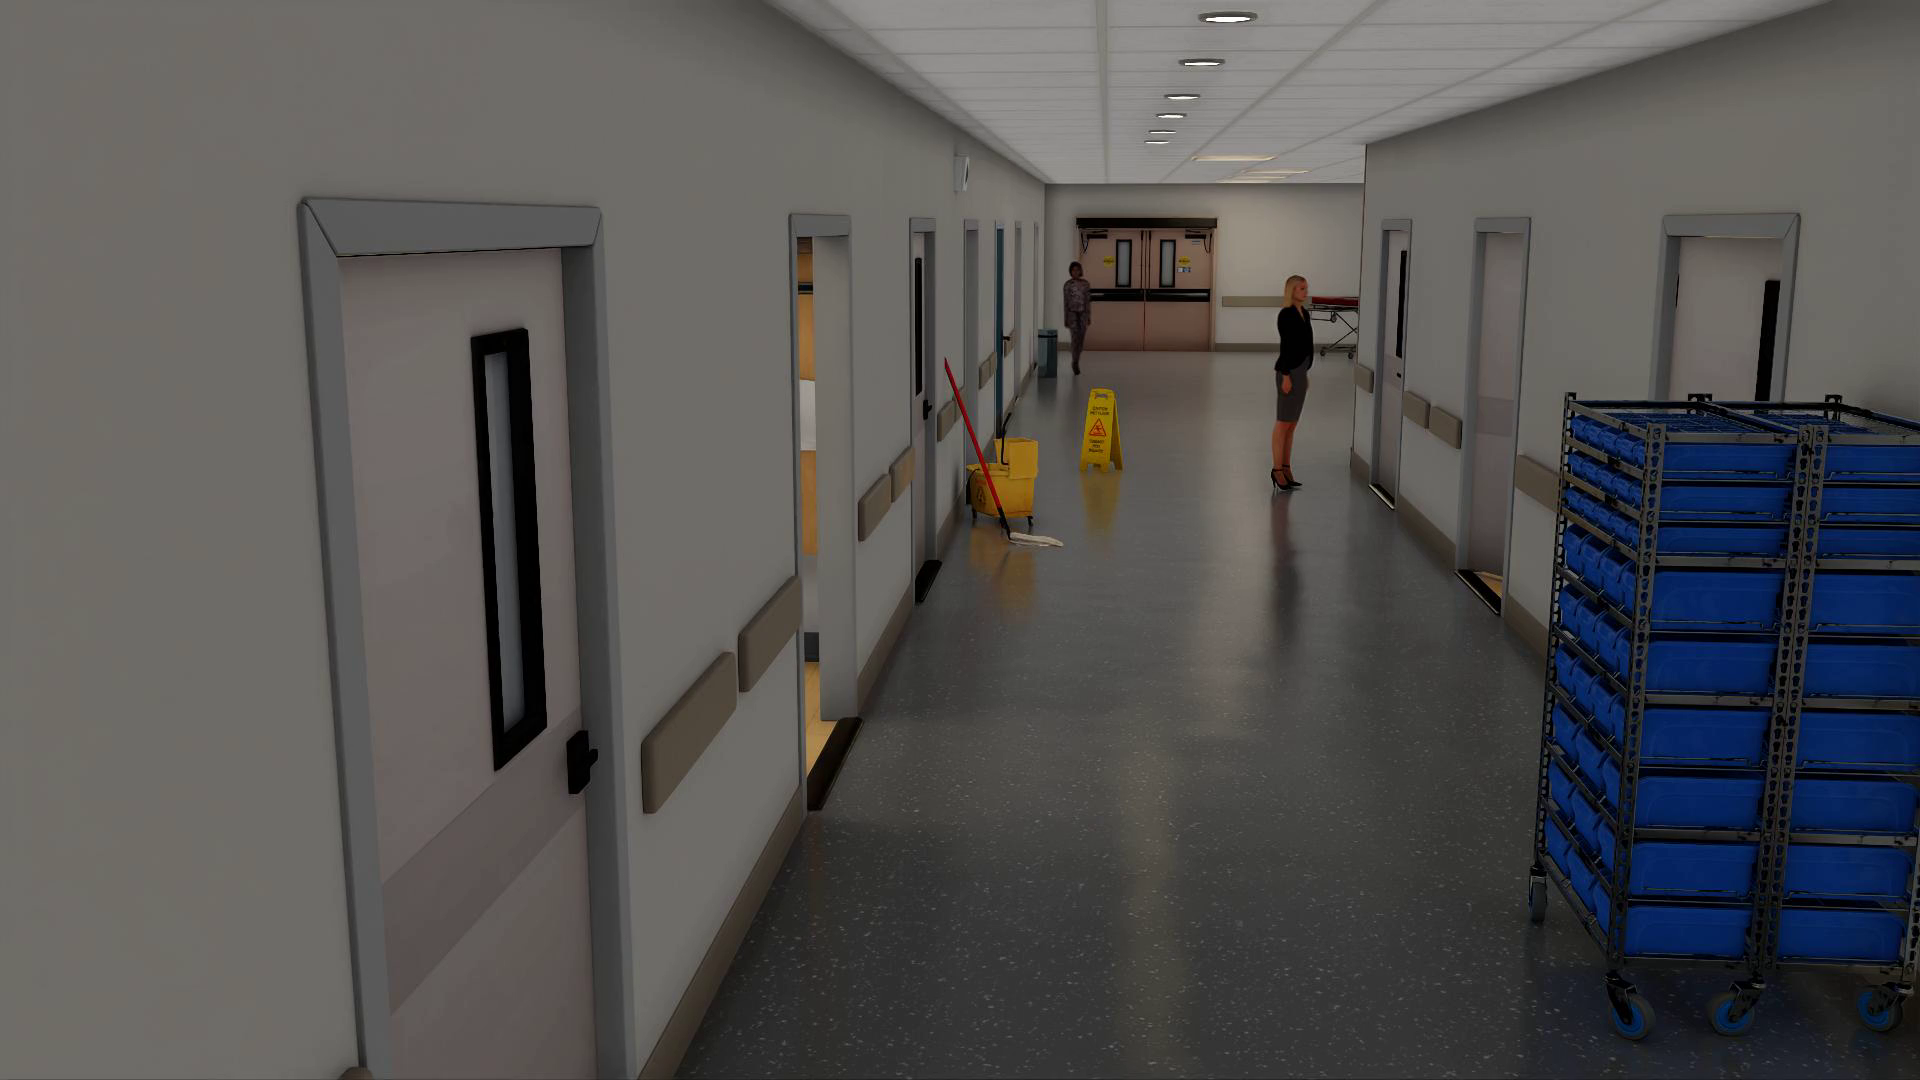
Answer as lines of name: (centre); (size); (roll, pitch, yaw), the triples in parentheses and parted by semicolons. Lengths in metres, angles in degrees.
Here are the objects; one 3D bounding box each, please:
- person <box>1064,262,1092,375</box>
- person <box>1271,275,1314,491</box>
person: (1.791, -3.366, 25.393); (0.684, 1.676, 1.184); (-1, 11, -5)
person: (2.864, -1.364, 14.395); (0.747, 1.843, 0.640); (7, 13, 34)
